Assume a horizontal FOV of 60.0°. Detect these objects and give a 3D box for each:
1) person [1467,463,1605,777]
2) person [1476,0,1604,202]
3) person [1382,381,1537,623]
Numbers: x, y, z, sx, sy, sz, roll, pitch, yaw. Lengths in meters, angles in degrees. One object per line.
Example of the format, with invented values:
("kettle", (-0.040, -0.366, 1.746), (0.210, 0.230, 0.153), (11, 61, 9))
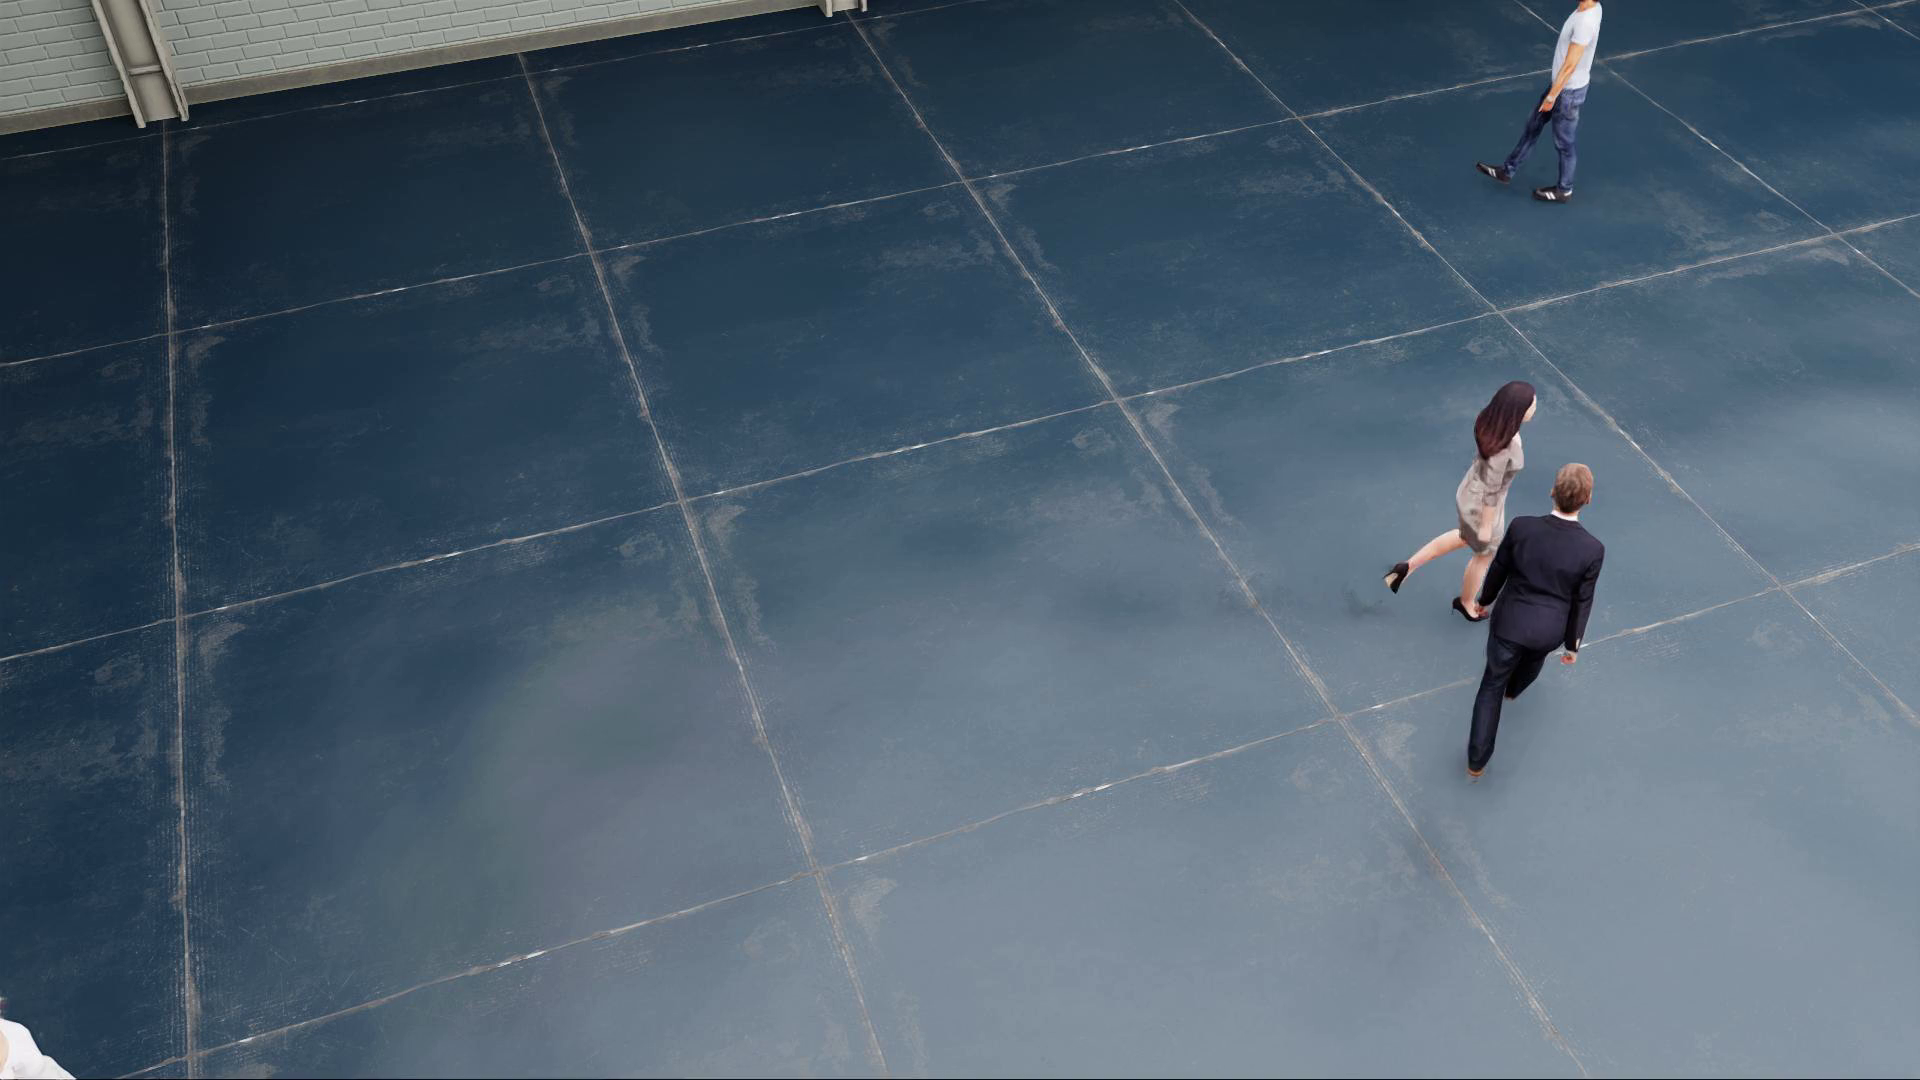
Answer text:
("person", (2.875, 0.453, 8.438), (1.209, 1.762, 1.255), (19, 46, 19))
("person", (4.644, -3.367, 12.469), (1.112, 1.844, 0.995), (11, 44, 11))
("person", (2.786, -0.188, 9.148), (0.995, 1.730, 0.816), (2, 43, 2))
